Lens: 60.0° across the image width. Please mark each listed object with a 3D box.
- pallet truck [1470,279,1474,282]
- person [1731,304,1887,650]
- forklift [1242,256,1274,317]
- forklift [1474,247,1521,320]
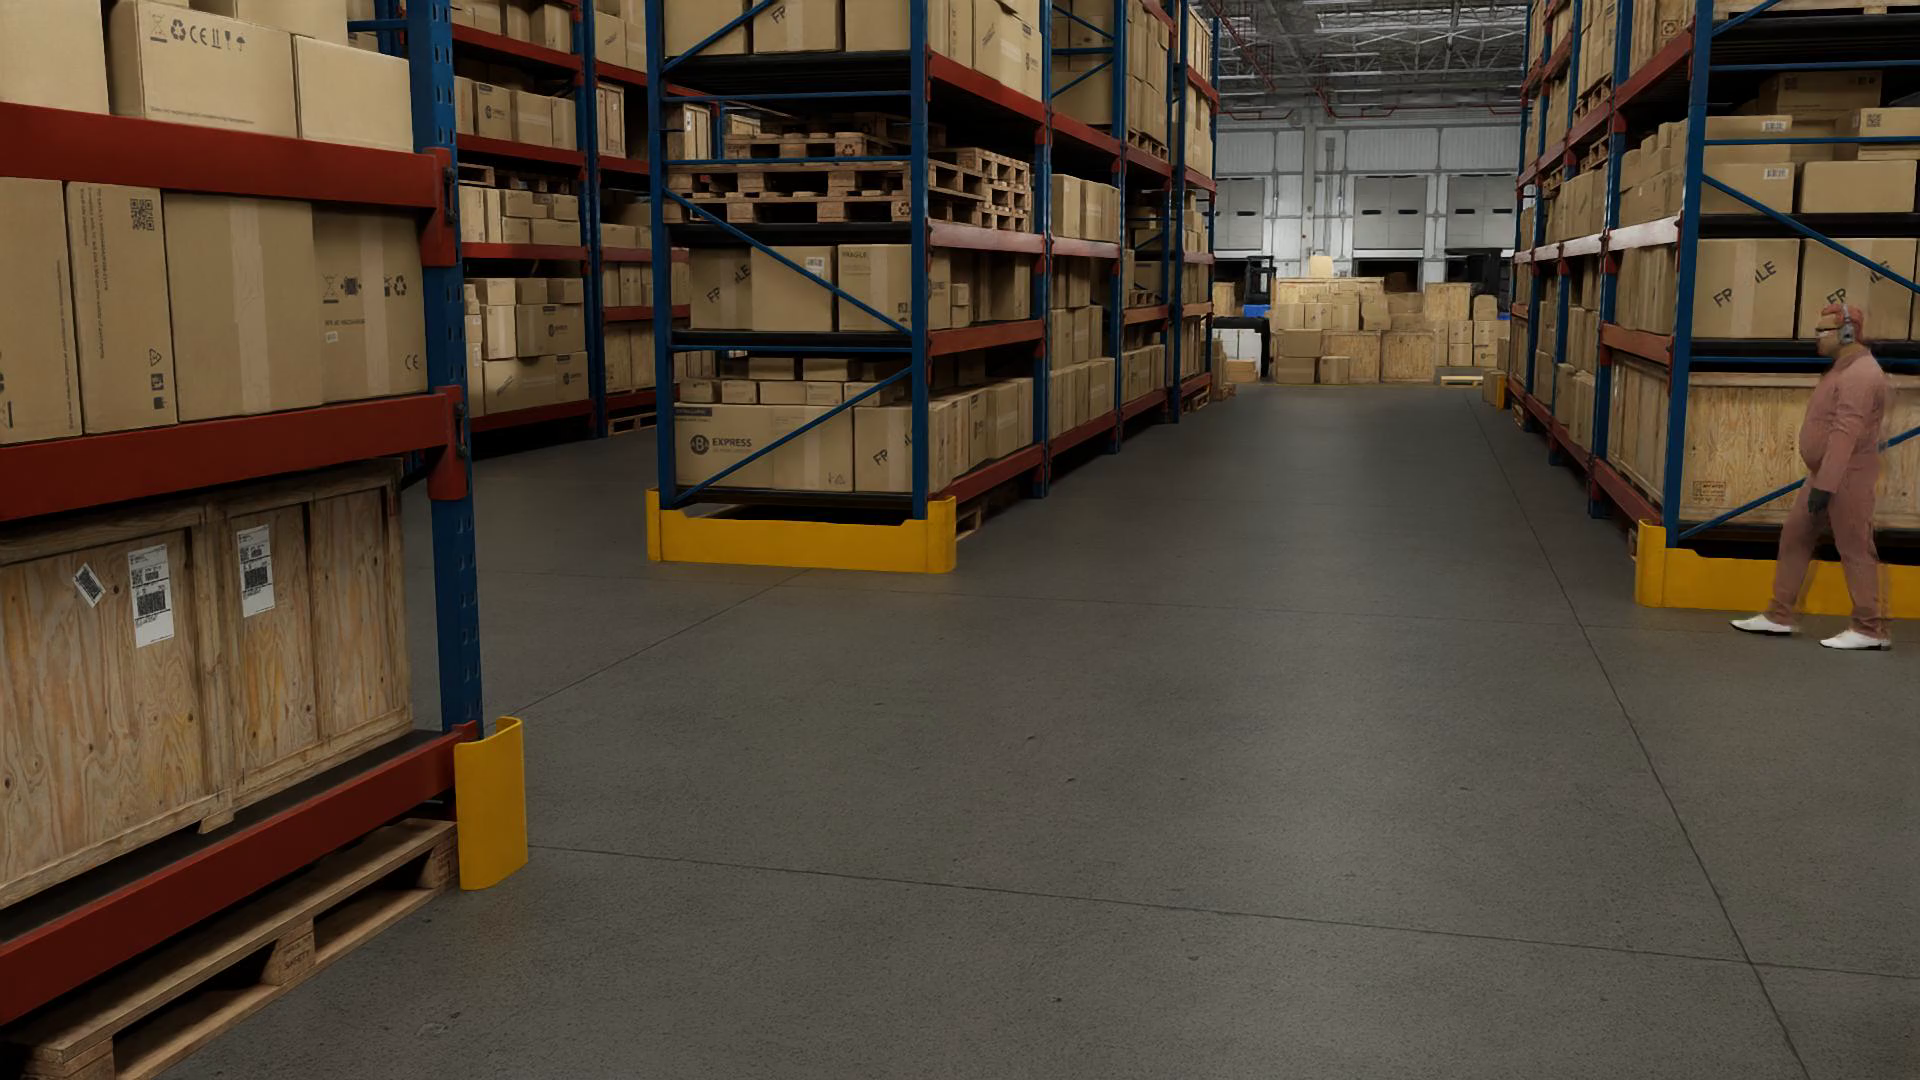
[{"bbox_3d":[18.896,-8.459,60.307,1.885,1.965,0.823,5,10,31],"label":"pallet truck"},{"bbox_3d":[4.670,-0.338,9.079,0.854,1.873,0.670,3,9,16],"label":"person"},{"bbox_3d":[10.671,-8.733,59.252,1.129,2.768,1.873,2,9,15],"label":"forklift"},{"bbox_3d":[13.968,-6.343,44.069,1.873,2.768,1.129,-2,9,-10],"label":"forklift"}]
